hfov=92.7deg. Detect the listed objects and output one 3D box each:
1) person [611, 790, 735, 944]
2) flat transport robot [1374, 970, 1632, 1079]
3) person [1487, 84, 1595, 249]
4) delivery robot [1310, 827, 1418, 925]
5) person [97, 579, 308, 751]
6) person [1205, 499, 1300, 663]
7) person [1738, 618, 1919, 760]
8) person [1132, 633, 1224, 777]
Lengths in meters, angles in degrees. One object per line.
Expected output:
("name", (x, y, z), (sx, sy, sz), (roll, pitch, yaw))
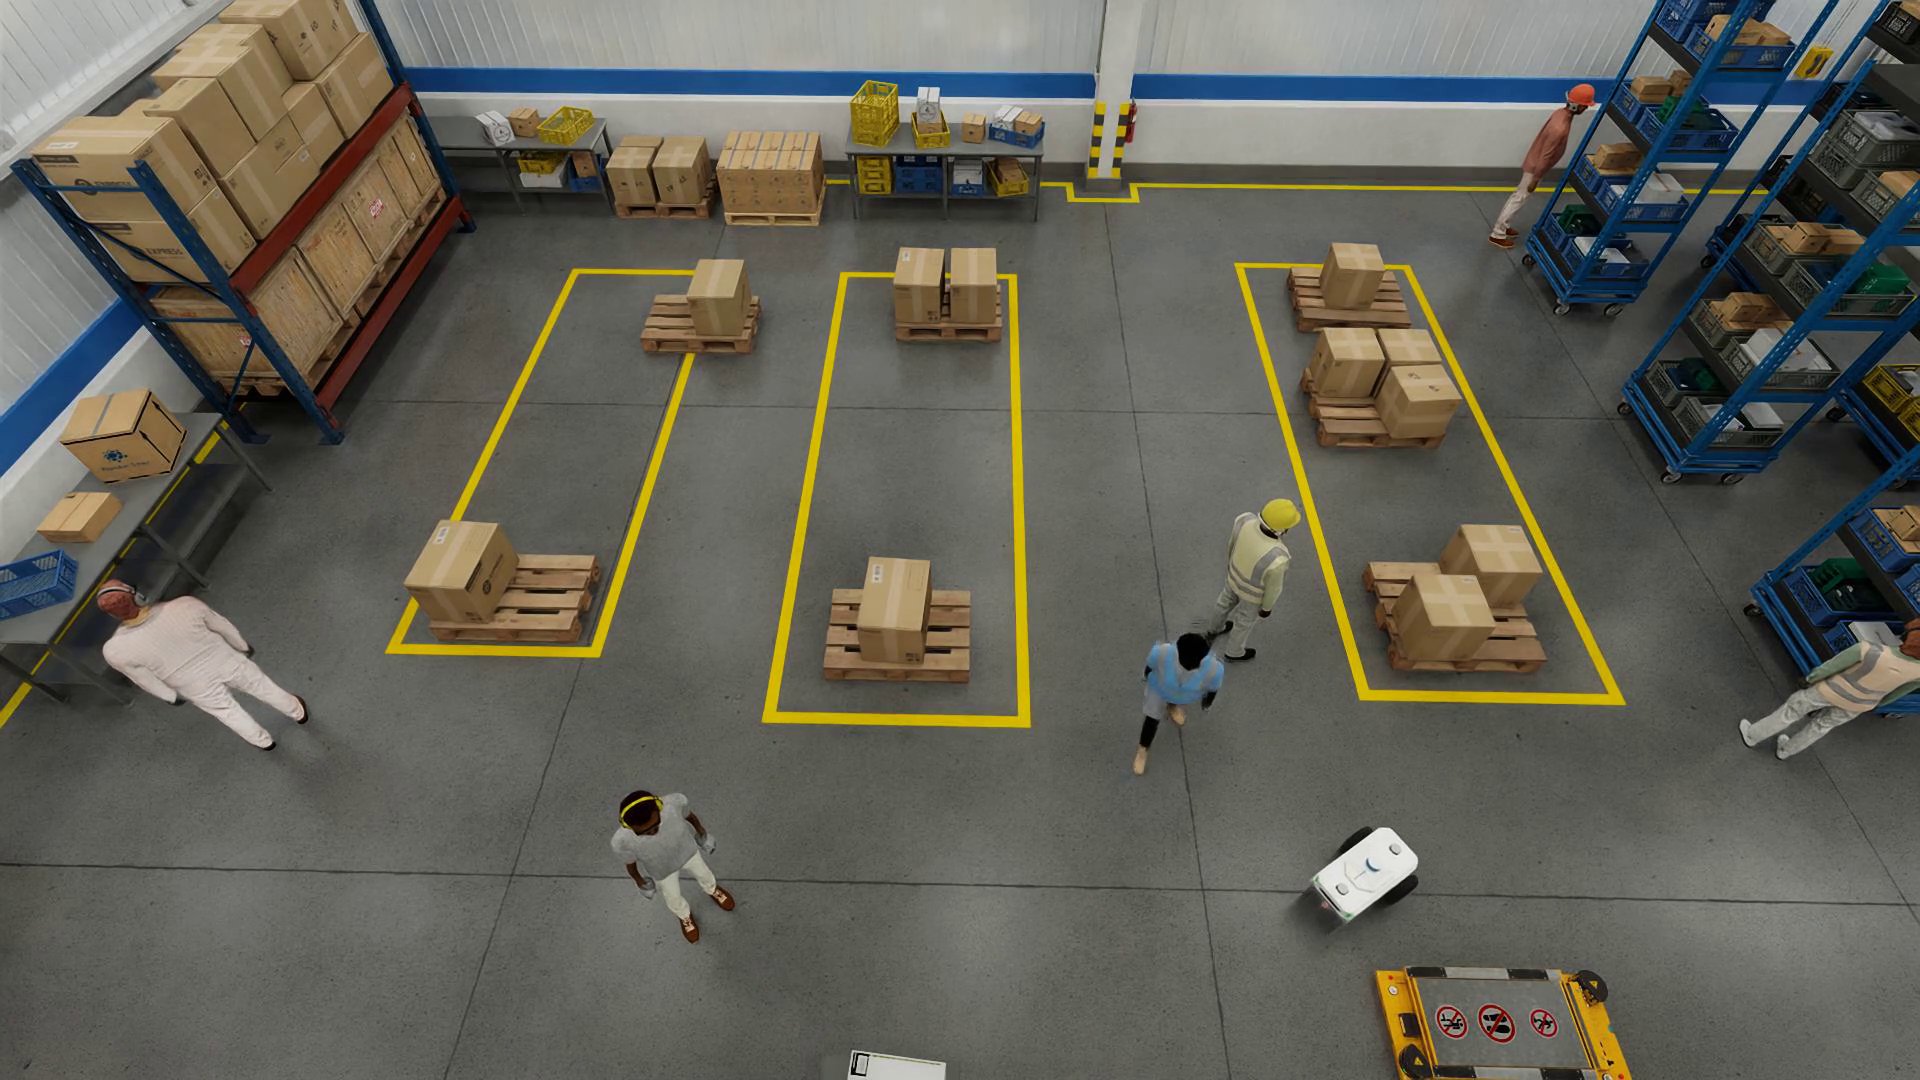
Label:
("person", (-1.798, 2.030, 5.789), (0.536, 1.869, 0.312), (-36, 59, -26))
("flat transport robot", (3.501, 3.133, 5.914), (1.431, 0.197, 0.652), (1, 51, 1))
("person", (6.986, -4.475, 11.023), (0.409, 1.987, 0.607), (22, 54, 17))
("delivery robot", (2.795, 2.313, 6.343), (0.707, 0.478, 0.477), (-26, 55, -19))
("person", (-5.516, 0.922, 6.672), (0.400, 1.905, 0.643), (32, 57, 23))
("person", (2.302, 0.320, 7.207), (0.404, 1.833, 0.586), (-17, 53, -14))
("person", (6.439, 1.121, 6.683), (0.524, 1.628, 0.324), (19, 53, 15))
("person", (1.603, 1.064, 6.727), (0.542, 1.642, 0.744), (11, 52, 9))
